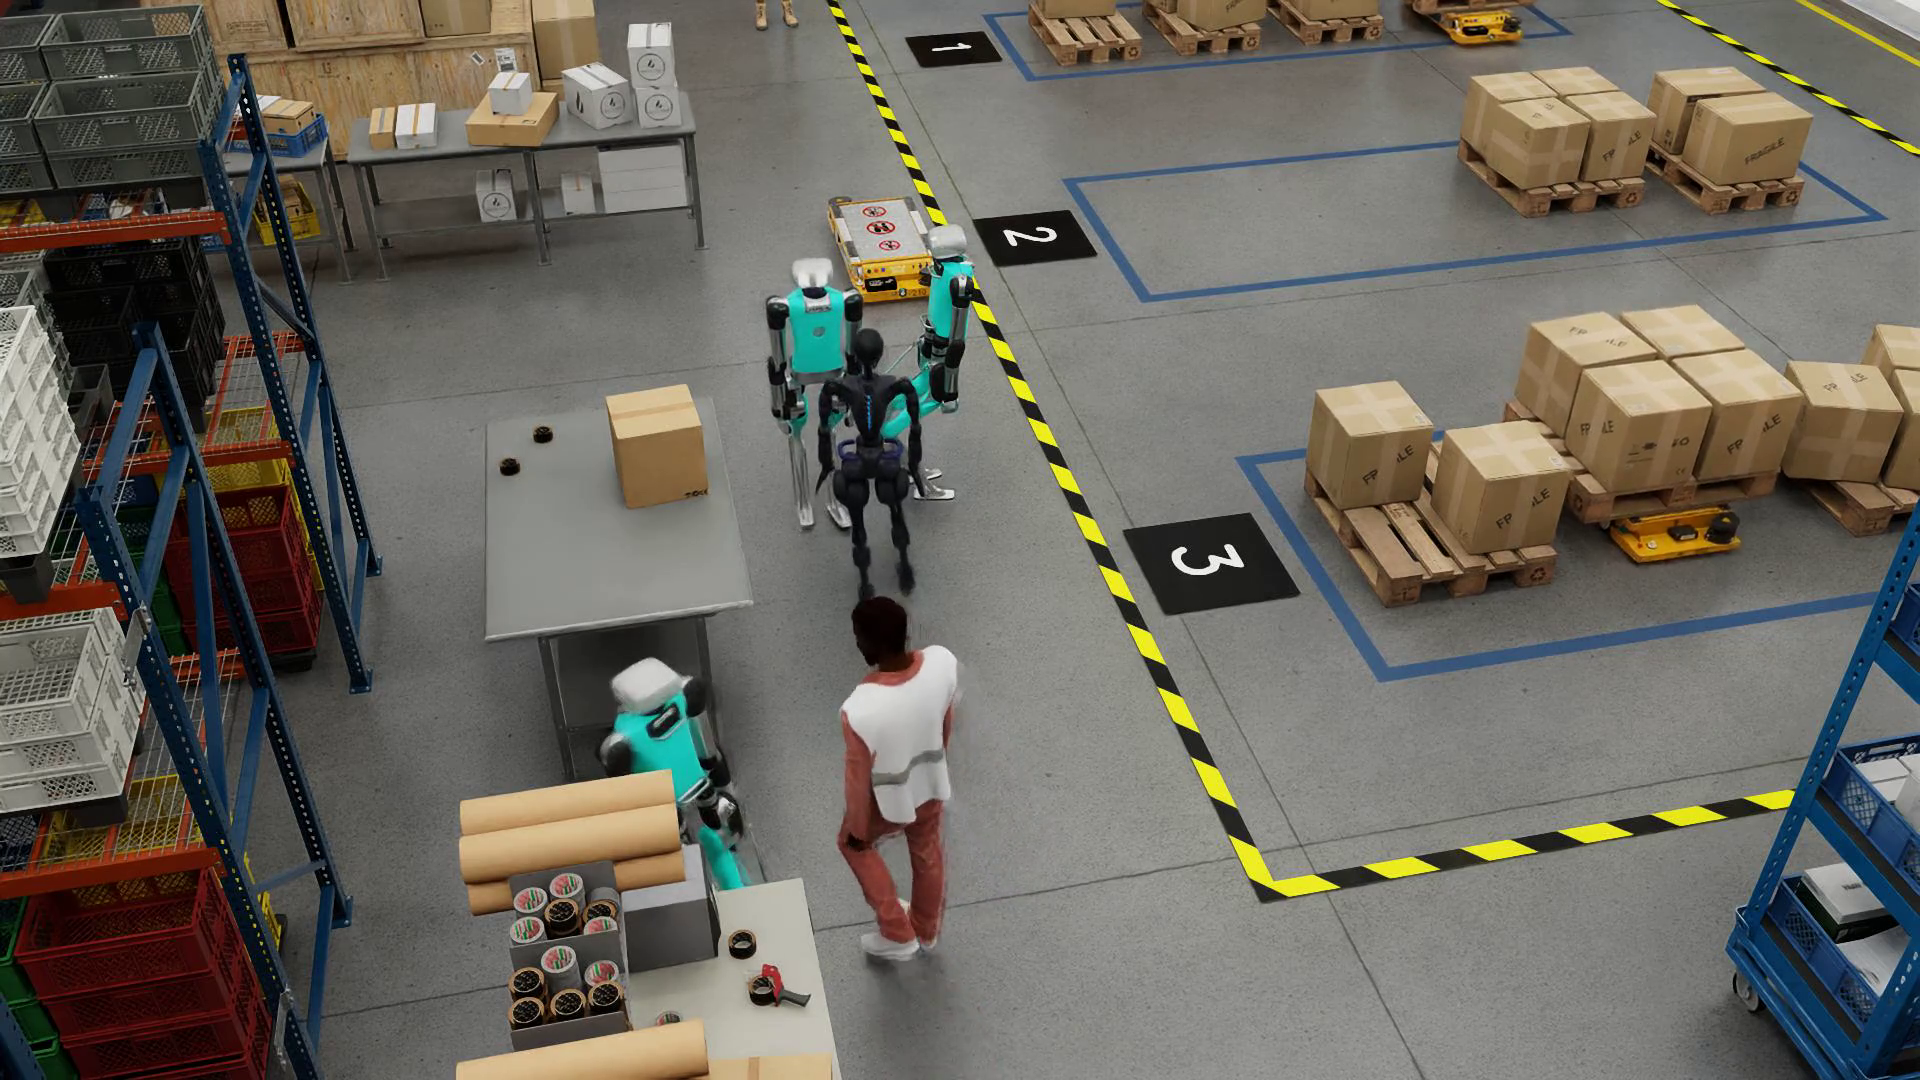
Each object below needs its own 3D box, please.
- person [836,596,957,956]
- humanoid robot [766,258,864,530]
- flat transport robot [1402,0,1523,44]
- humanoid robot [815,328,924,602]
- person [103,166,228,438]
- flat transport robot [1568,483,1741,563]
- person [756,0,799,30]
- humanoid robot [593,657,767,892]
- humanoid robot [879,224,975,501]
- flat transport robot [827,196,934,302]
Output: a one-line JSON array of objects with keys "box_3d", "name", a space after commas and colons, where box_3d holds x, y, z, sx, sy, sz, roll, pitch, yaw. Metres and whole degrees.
[{"box_3d": [-0.240, 1.003, 6.839, 0.632, 1.901, 0.479, -26, 44, -31], "name": "person"}, {"box_3d": [-0.843, -0.885, 9.461, 0.543, 1.743, 0.676, -9, 38, -12], "name": "humanoid robot"}, {"box_3d": [5.018, -5.342, 16.710, 0.652, 0.197, 1.431, -8, 37, -10], "name": "flat transport robot"}, {"box_3d": [-0.489, -0.386, 8.900, 0.591, 1.652, 0.327, -3, 37, -4], "name": "humanoid robot"}, {"box_3d": [-4.925, -1.480, 10.232, 0.507, 1.839, 0.337, 26, 44, 31], "name": "person"}, {"box_3d": [4.026, -0.389, 10.054, 0.652, 0.197, 1.431, -8, 37, -10], "name": "flat transport robot"}, {"box_3d": [-1.834, -5.998, 16.131, 0.606, 2.044, 0.370, -9, 38, -12], "name": "person"}, {"box_3d": [-0.931, 1.283, 6.601, 0.999, 1.708, 0.547, 22, 42, 27], "name": "humanoid robot"}, {"box_3d": [-0.281, -0.980, 9.528, 0.735, 1.677, 0.533, -8, 37, -11], "name": "humanoid robot"}, {"box_3d": [-0.570, -2.220, 12.538, 0.659, 0.231, 1.431, -8, 37, -10], "name": "flat transport robot"}]
